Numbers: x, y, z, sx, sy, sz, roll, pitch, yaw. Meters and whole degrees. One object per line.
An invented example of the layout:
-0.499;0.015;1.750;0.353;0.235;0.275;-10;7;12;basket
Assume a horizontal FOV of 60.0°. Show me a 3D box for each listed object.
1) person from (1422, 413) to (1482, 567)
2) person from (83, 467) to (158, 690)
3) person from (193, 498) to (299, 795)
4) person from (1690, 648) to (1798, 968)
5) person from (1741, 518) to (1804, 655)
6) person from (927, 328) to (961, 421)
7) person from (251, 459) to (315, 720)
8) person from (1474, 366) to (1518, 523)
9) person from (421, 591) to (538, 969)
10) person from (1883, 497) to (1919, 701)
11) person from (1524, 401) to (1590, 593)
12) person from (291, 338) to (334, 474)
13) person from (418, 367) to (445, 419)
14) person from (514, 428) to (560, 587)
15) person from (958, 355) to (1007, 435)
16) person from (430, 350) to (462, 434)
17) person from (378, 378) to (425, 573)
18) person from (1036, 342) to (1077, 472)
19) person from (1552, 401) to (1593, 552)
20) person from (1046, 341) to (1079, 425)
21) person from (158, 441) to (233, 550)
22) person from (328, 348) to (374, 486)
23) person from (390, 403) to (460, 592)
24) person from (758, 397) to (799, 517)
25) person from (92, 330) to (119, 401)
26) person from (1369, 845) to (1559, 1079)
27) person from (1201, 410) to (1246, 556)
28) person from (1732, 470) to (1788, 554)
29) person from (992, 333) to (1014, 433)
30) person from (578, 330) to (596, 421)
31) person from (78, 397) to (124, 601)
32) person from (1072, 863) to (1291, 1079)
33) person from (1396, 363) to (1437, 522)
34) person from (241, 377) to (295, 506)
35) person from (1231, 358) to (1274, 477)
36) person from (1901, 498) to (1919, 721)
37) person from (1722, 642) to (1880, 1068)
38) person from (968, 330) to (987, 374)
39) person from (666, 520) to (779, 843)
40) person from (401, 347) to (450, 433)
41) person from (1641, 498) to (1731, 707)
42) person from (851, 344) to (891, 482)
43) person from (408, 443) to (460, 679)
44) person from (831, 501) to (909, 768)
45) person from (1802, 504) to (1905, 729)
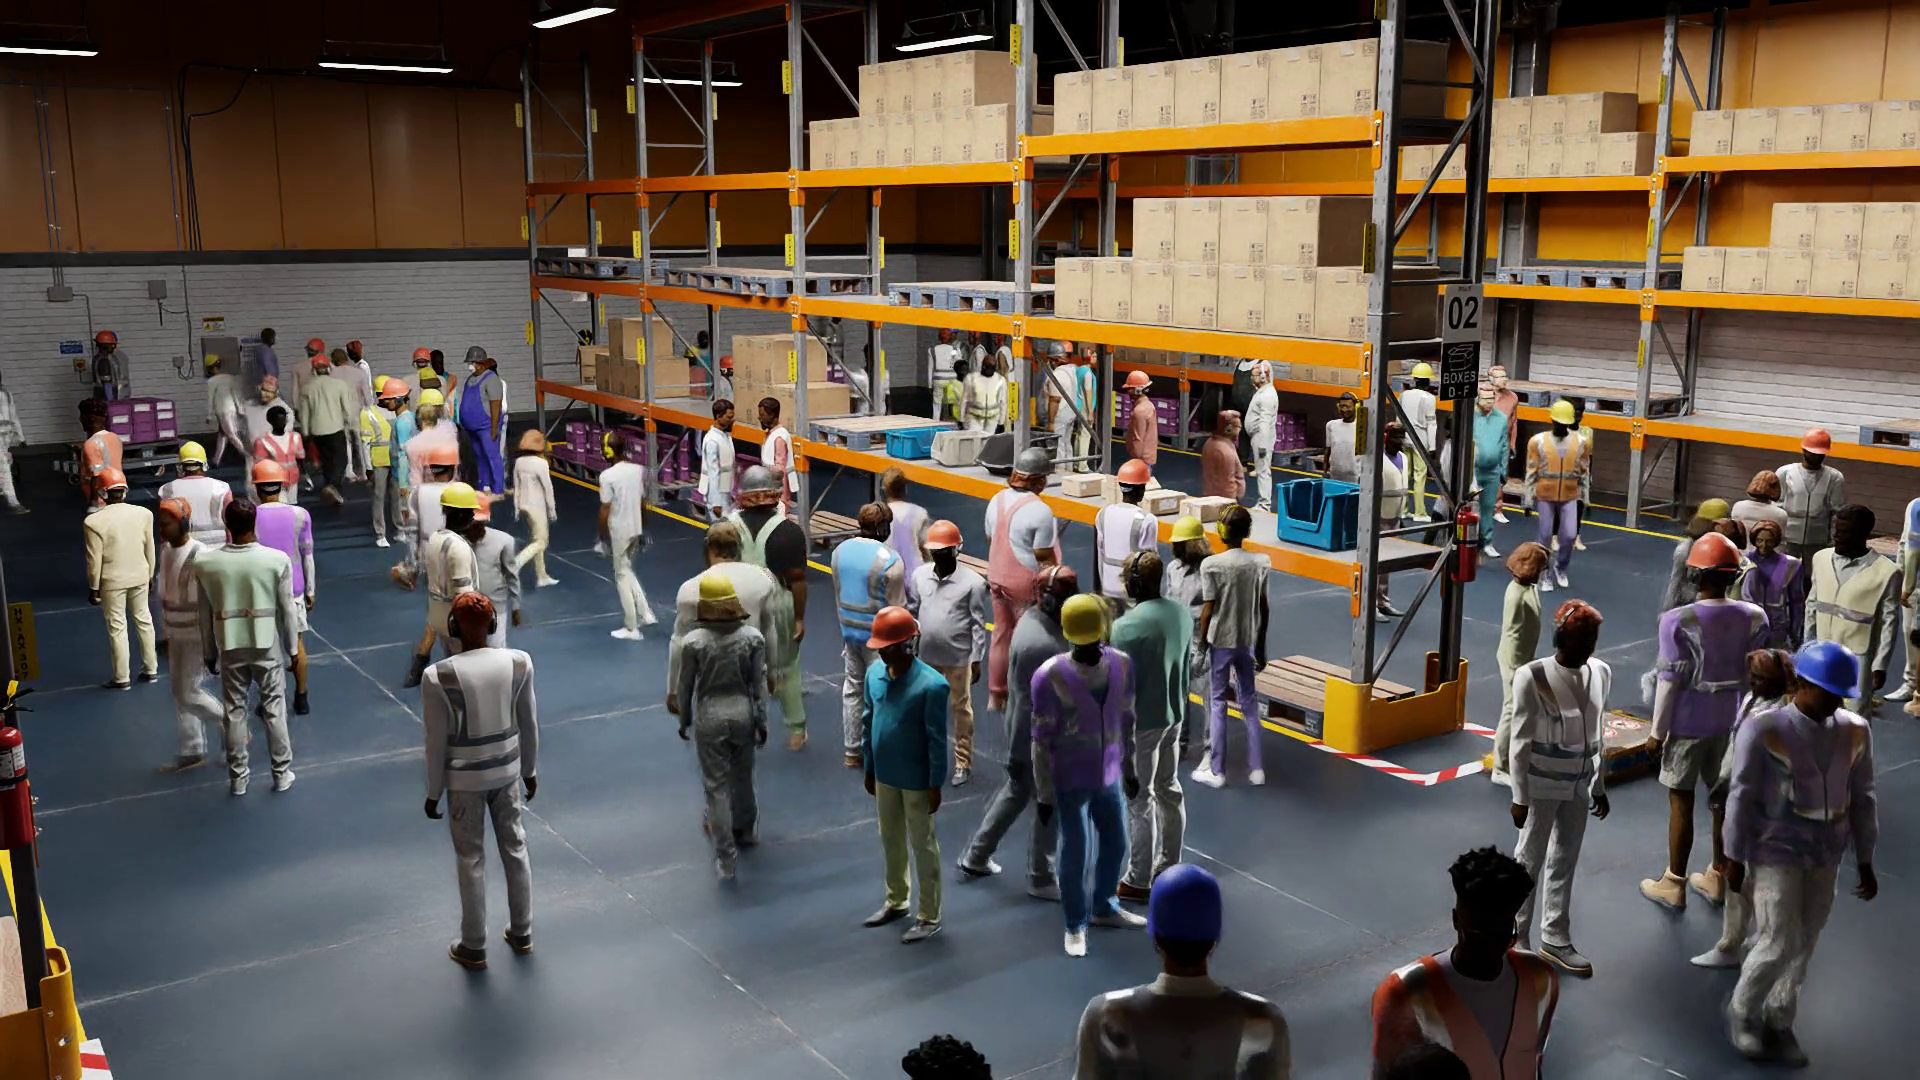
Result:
5.113;-0.504;17.417;0.892;1.639;0.541;-1;11;-7;person
-6.590;0.298;13.061;0.329;1.751;0.566;6;13;30;person
-4.549;0.689;10.659;0.586;1.914;0.399;-3;11;-13;person
3.981;1.311;8.218;0.633;1.617;0.528;1;11;3;person
5.559;0.651;11.575;0.527;1.631;0.313;4;12;19;person
-0.251;-2.536;27.244;0.571;1.882;0.338;1;11;6;person
-5.055;0.365;12.297;0.548;1.925;0.392;-8;13;-34;person
6.423;-1.145;20.042;0.643;1.913;0.408;-2;11;-10;person
-2.365;1.177;8.231;0.587;1.882;0.341;-9;14;-39;person
7.293;0.340;12.493;0.403;1.897;0.654;-4;12;-18;person
5.875;-0.419;16.346;0.637;1.903;0.437;2;11;10;person
-9.316;-1.931;24.033;0.607;1.943;0.953;-3;11;-14;person
-6.901;-1.394;21.781;0.321;1.738;0.486;3;11;15;person
-4.260;-0.292;16.426;0.493;1.613;0.631;10;15;42;person
0.337;-1.615;22.748;0.680;1.804;0.723;-2;11;-11;person
-6.983;-1.590;22.304;0.377;1.917;0.599;10;15;41;person
-5.773;-0.659;17.252;0.404;2.035;0.606;-2;11;-11;person
1.277;-1.637;22.228;0.535;2.000;0.680;5;12;24;person
6.726;-0.703;18.362;0.540;1.686;0.320;-2;11;-12;person
1.528;-1.951;24.228;0.544;1.883;0.982;4;12;17;person
-6.392;0.083;13.999;0.591;1.823;0.404;-4;12;-17;person
-8.380;-1.683;22.829;0.661;1.904;0.451;-1;11;-7;person
-5.180;-0.388;16.243;1.013;1.880;0.652;7;13;33;person
-1.826;-0.480;16.667;0.404;1.906;0.598;-3;11;-14;person
-12.442;-2.044;24.322;0.404;2.036;0.606;-8;13;-34;person
1.446;1.808;4.792;0.612;1.962;0.363;-4;12;-20;person
2.489;-0.286;15.691;0.405;1.899;0.651;-1;11;-6;person
6.570;0.232;13.742;0.288;1.626;0.496;-6;13;-30;person
0.725;-2.566;27.538;0.406;1.834;0.565;1;11;6;person
-6.028;-2.494;27.100;0.327;1.861;0.498;-4;12;-19;person
-8.288;-0.399;16.085;0.361;1.965;0.613;-1;11;-7;person
0.623;1.842;4.810;0.633;1.885;1.040;0;11;2;person
5.547;-1.178;20.171;0.374;1.928;0.584;-7;13;-31;person
-7.999;-0.956;19.195;0.718;1.863;0.509;2;11;8;person
4.119;-1.932;23.739;0.536;2.000;0.683;-8;13;-34;person
7.241;0.323;12.191;0.610;2.042;0.396;4;12;18;person
3.631;1.362;7.202;0.604;1.918;0.442;-2;11;-9;person
0.285;-2.543;27.300;0.364;1.878;0.584;0;11;-1;person
-1.438;0.836;9.935;0.646;1.897;0.721;11;15;44;person
-7.016;-1.532;21.852;0.613;1.984;0.409;-3;11;-14;person
5.258;0.508;12.090;0.524;1.712;0.632;-6;13;-29;person
-1.272;-1.806;23.349;0.612;1.944;0.829;-8;14;-36;person
-4.198;0.162;13.446;0.537;1.880;1.031;4;12;20;person
-0.571;0.652;11.045;0.625;1.838;0.429;10;15;41;person
5.616;0.713;10.525;0.398;1.917;0.590;-6;12;-27;person
